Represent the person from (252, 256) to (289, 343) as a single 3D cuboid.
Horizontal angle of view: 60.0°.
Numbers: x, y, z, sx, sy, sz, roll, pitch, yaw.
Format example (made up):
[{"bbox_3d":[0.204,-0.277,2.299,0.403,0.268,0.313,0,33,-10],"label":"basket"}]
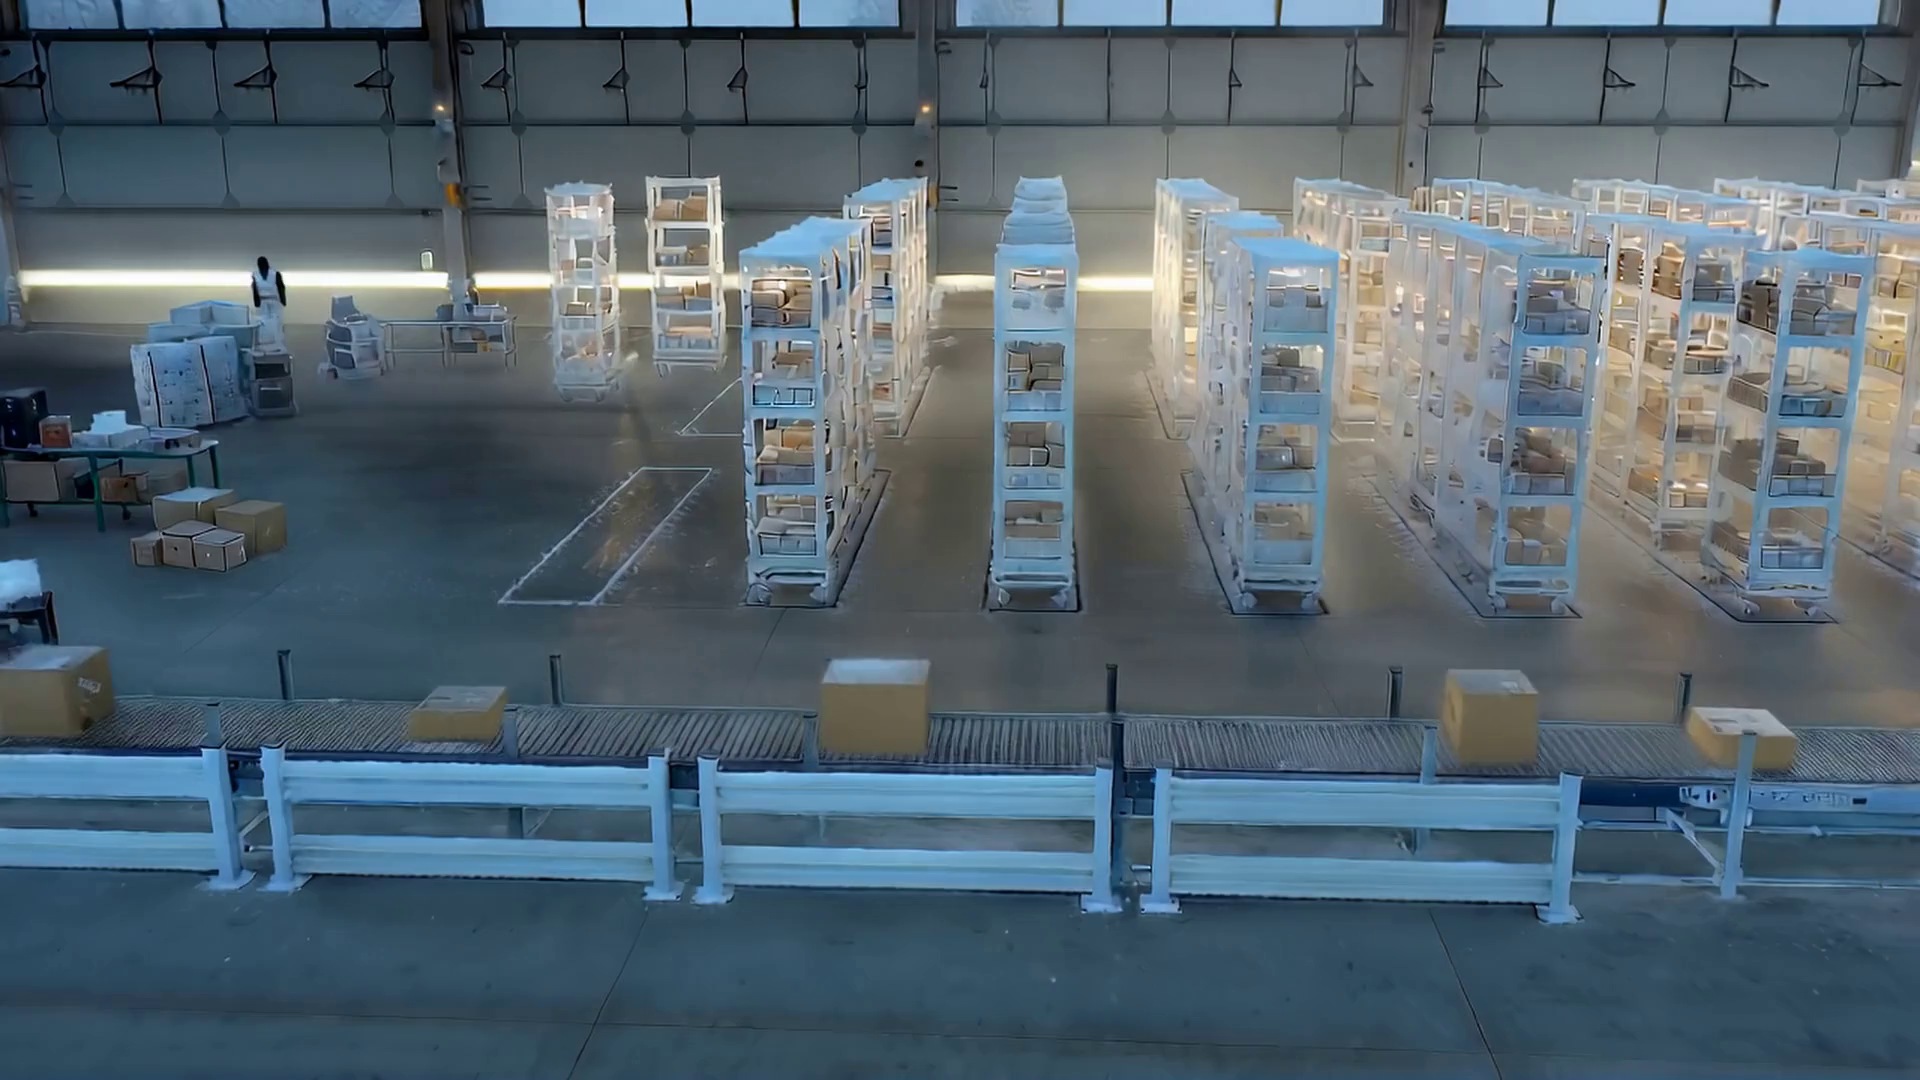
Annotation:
[{"bbox_3d":[-14.348,-4.979,34.572,0.648,1.838,0.432,-1,15,-3],"label":"person"}]
